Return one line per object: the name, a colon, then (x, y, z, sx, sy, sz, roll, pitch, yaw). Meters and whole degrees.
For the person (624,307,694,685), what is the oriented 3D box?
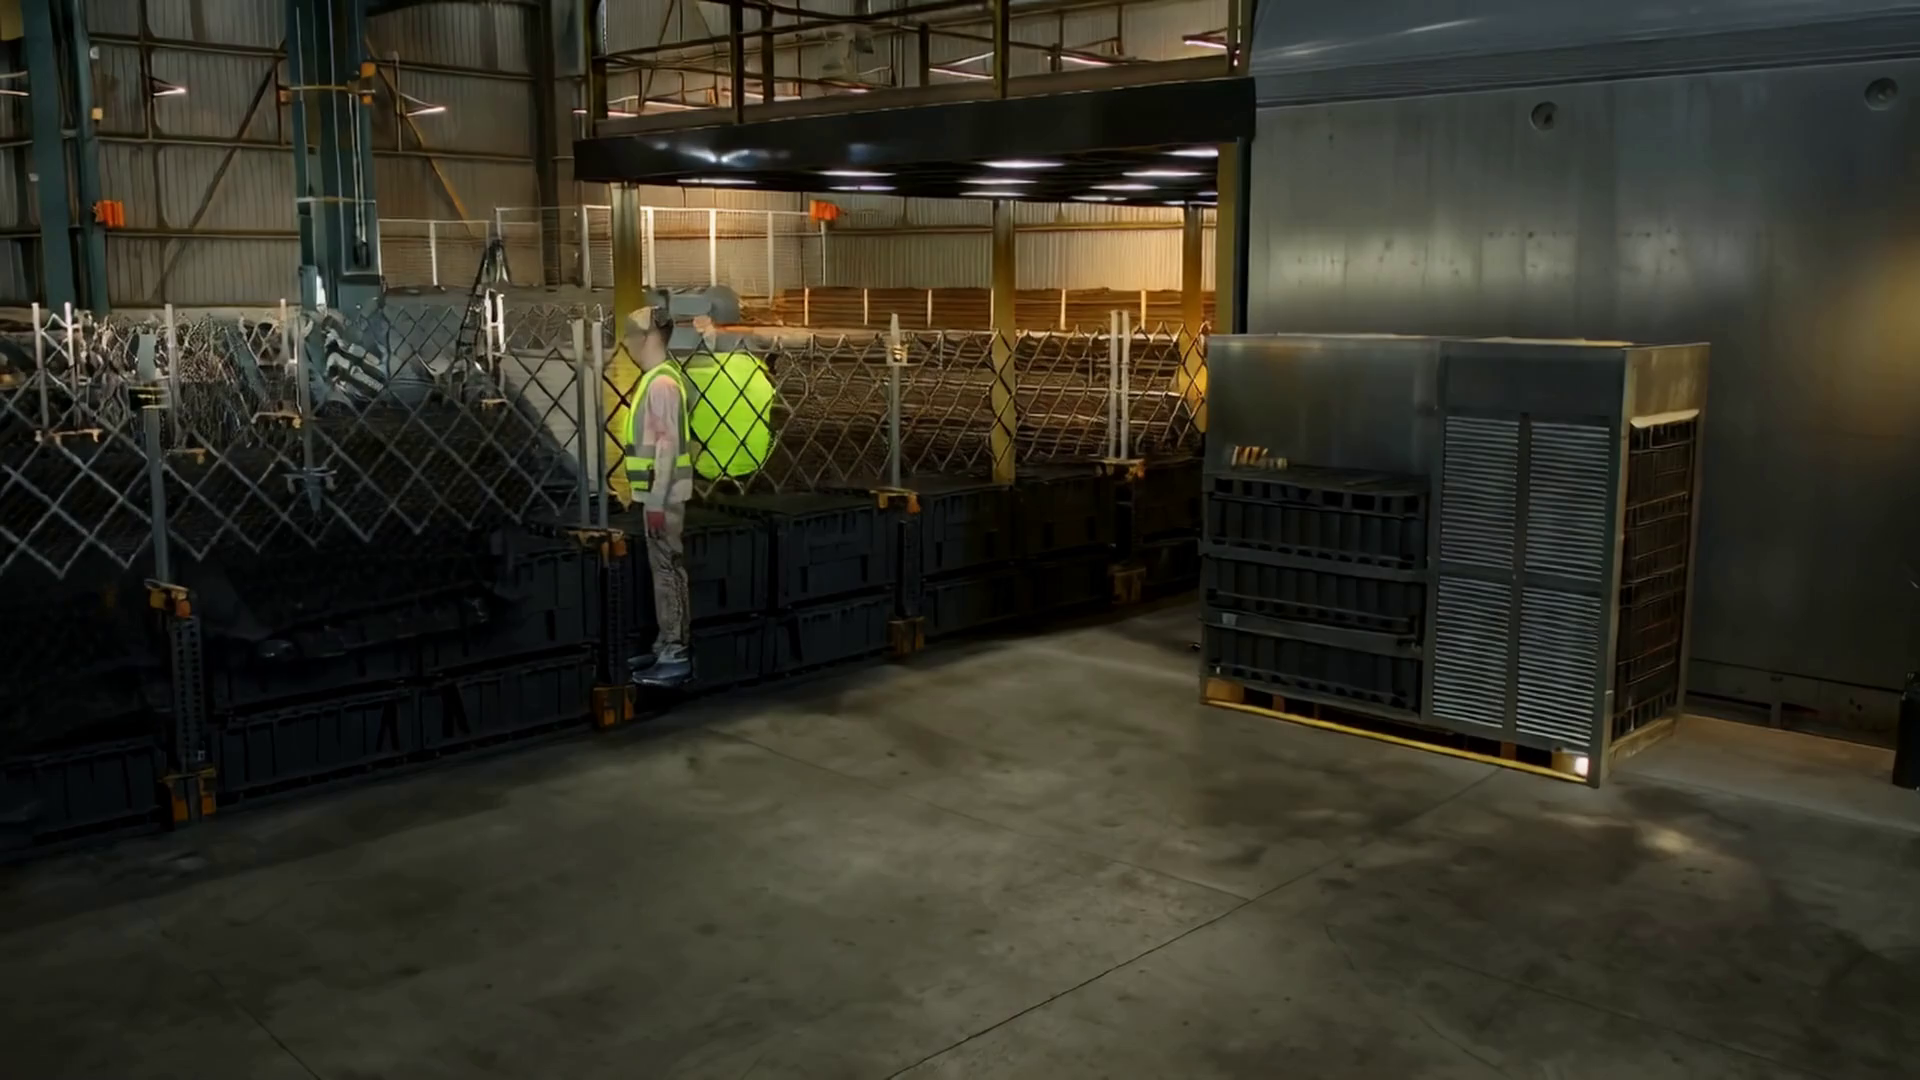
person: (-1.517, -0.219, 8.341, 0.355, 1.883, 0.575, -2, 10, -13)
